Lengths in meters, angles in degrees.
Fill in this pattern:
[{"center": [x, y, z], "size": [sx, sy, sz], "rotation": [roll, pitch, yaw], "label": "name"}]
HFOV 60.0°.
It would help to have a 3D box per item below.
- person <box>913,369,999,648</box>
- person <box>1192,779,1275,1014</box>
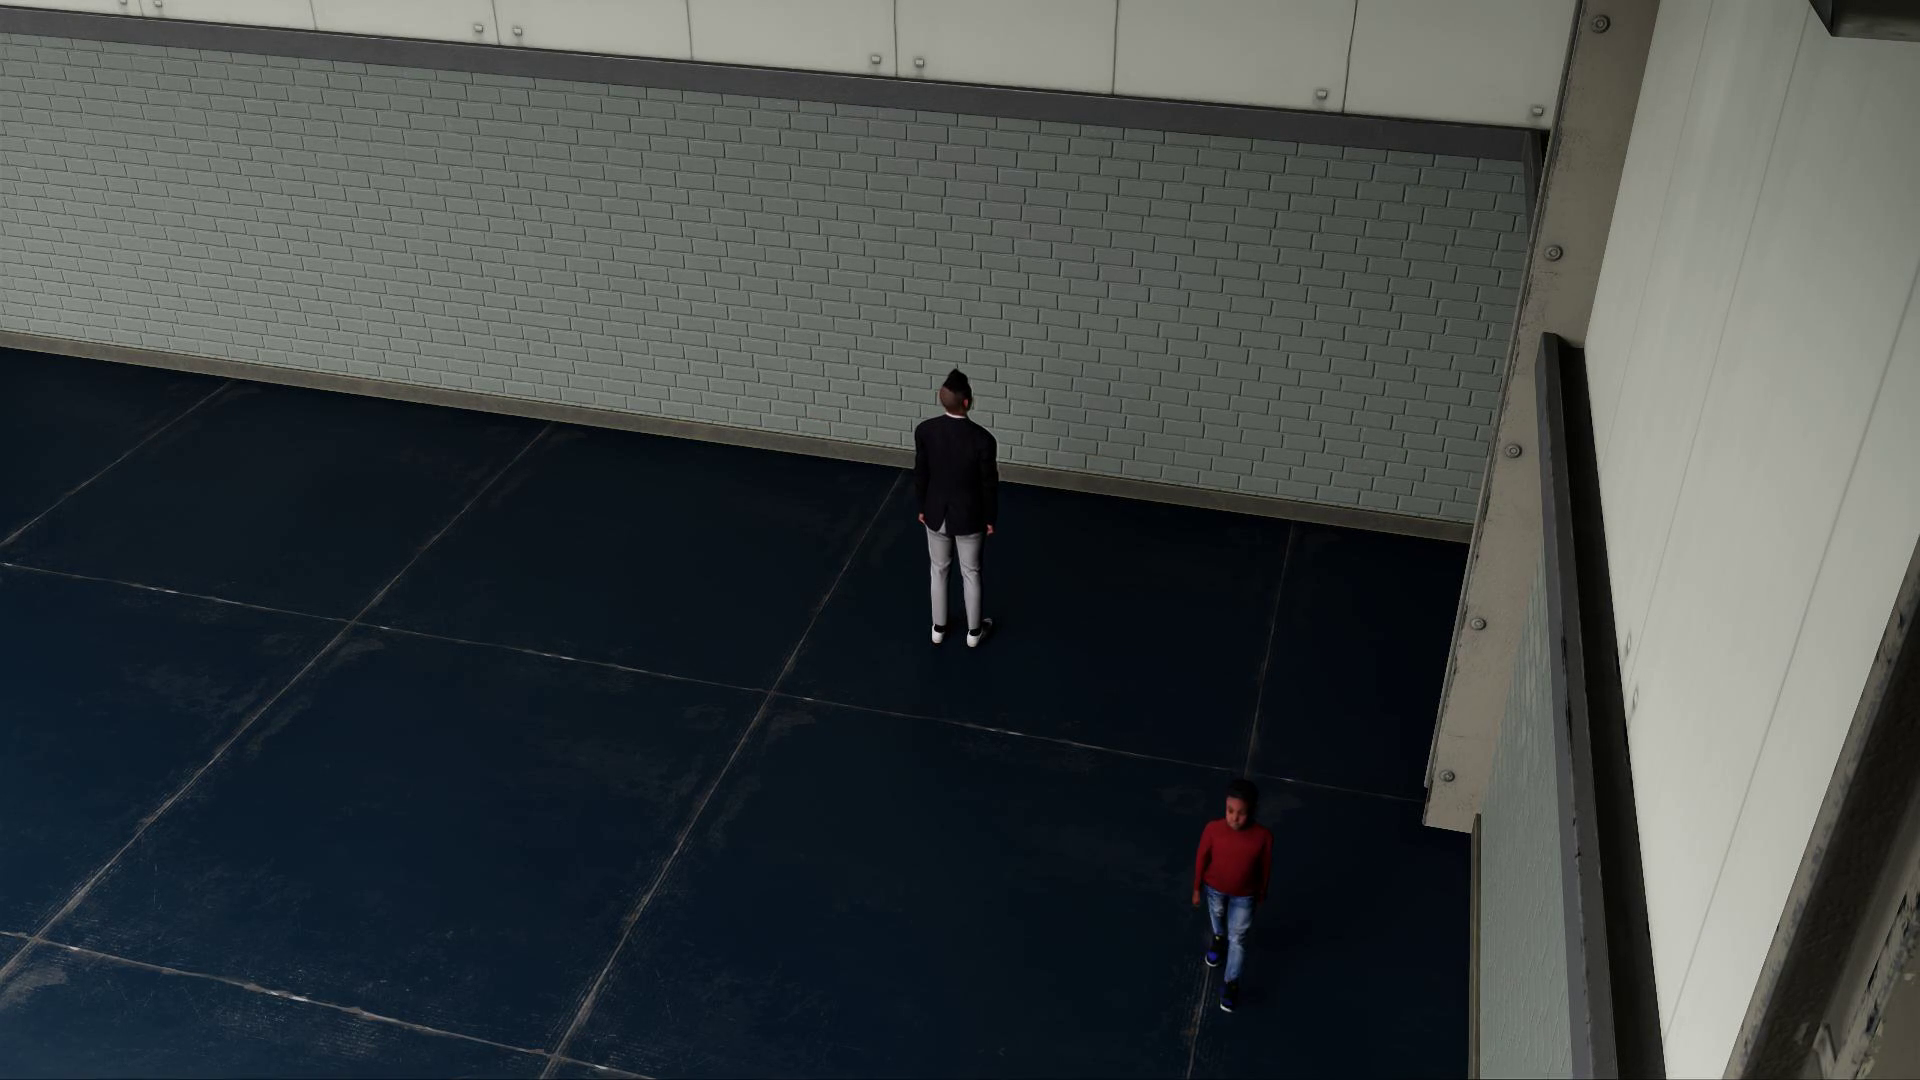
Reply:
[{"center": [-0.026, -0.200, 10.547], "size": [0.693, 1.957, 0.579], "rotation": [9, 33, 14], "label": "person"}, {"center": [1.363, 1.658, 8.279], "size": [0.553, 1.235, 0.814], "rotation": [11, 34, 16], "label": "person"}]
